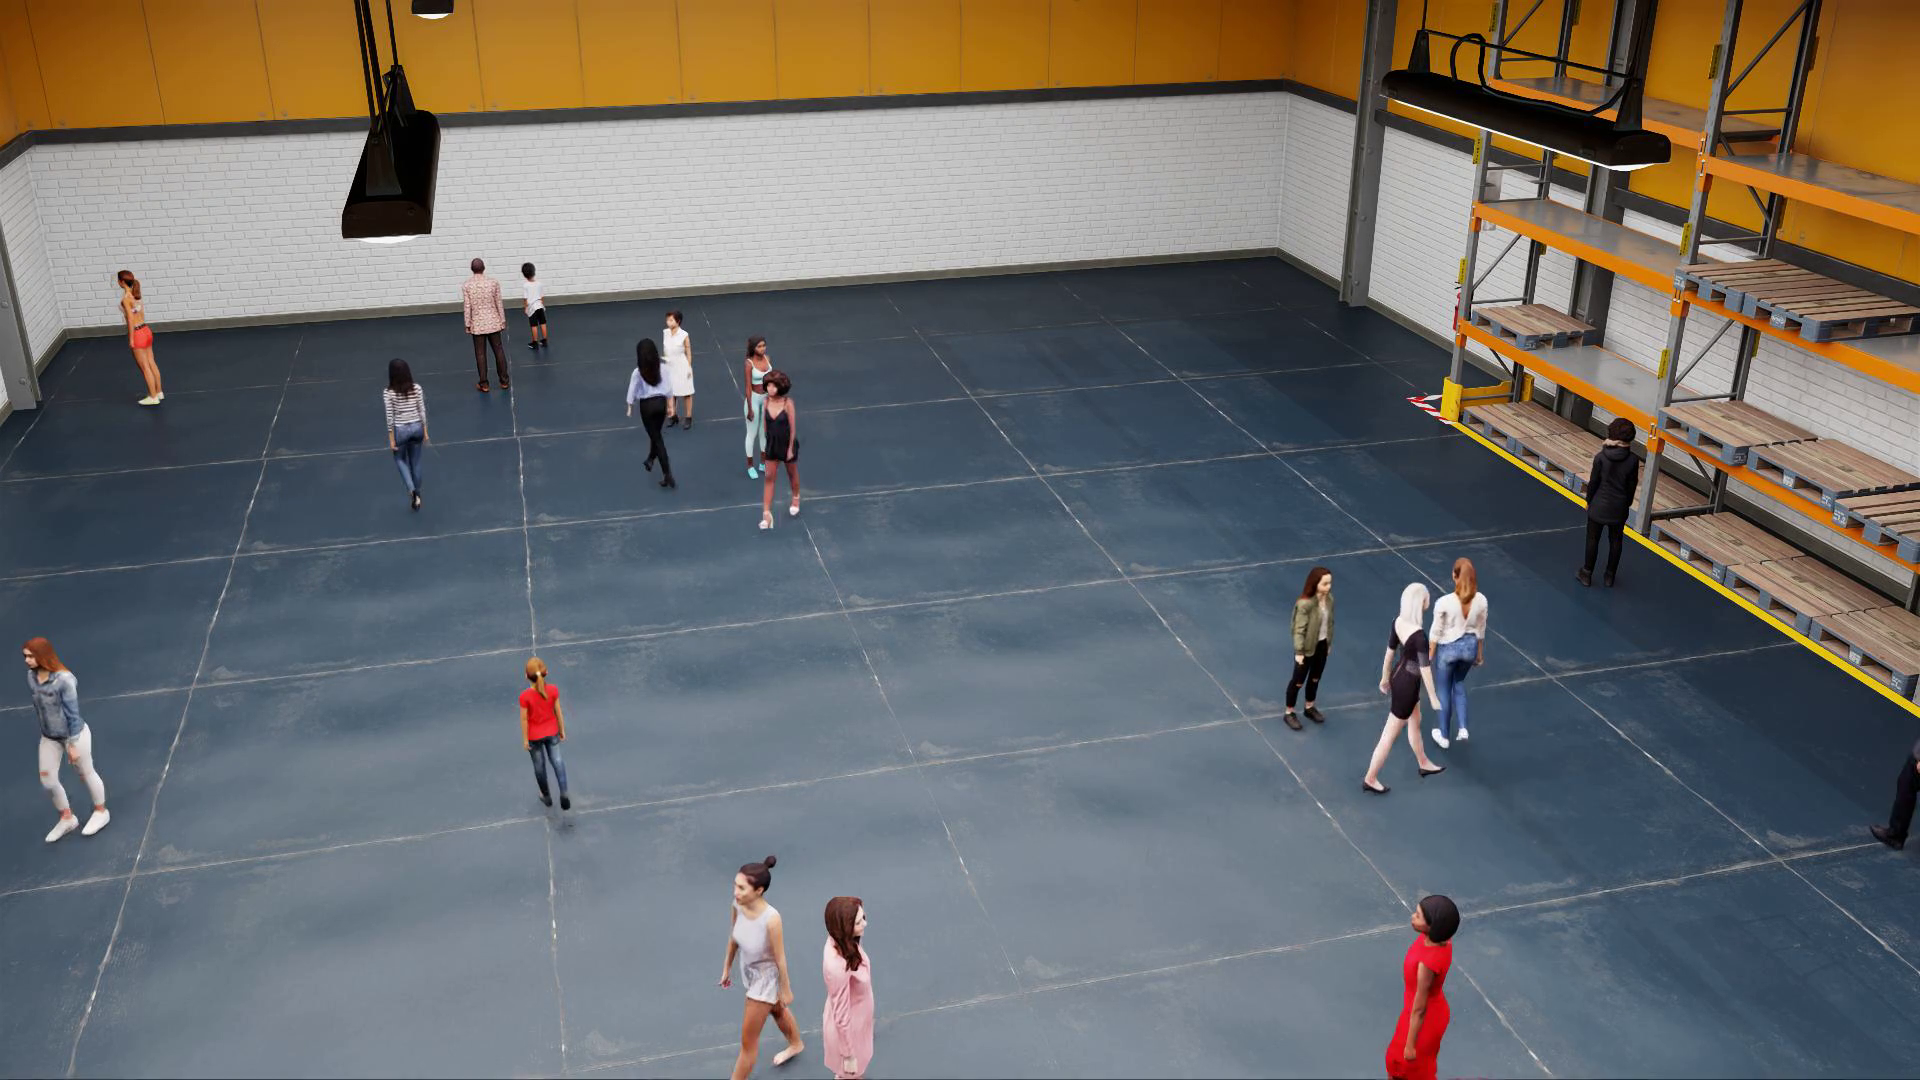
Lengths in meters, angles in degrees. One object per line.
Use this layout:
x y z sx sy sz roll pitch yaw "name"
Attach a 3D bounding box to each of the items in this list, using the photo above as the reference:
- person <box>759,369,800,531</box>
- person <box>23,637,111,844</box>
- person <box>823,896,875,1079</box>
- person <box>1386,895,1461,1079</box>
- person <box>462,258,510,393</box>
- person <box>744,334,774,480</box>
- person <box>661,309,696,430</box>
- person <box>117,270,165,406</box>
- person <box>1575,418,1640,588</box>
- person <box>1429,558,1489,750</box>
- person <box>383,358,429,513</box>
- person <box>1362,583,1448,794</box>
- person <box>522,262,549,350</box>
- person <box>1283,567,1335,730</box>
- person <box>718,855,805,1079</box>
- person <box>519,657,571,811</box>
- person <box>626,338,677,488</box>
-1.910 -1.017 18.187 0.886 1.742 1.132 5 24 12 "person"
-6.706 1.455 12.603 0.761 1.685 0.816 5 24 12 "person"
-0.641 2.781 9.423 0.732 1.803 0.553 1 24 1 "person"
2.728 2.797 9.487 0.994 1.721 1.020 8 25 19 "person"
-6.407 -2.908 22.430 0.737 1.807 0.652 -11 26 -24 "person"
-2.358 -1.588 19.515 0.669 1.724 0.647 22 32 40 "person"
-3.574 -2.175 21.069 0.643 1.555 0.686 10 26 22 "person"
-10.810 -2.674 21.919 0.704 1.789 0.564 1 24 2 "person"
6.512 -0.372 16.664 0.717 1.780 0.727 3 24 7 "person"
4.113 0.978 13.659 0.656 1.713 0.708 -3 24 -6 "person"
-6.072 -1.115 18.363 0.693 1.780 0.793 -14 27 -28 "person"
3.389 1.204 13.030 0.693 1.802 0.944 -5 24 -10 "person"
-6.215 -3.429 24.309 0.562 1.257 0.596 -19 30 -36 "person"
2.975 0.902 14.132 0.624 1.474 0.584 -13 27 -28 "person"
-1.140 2.614 10.097 0.960 1.568 1.058 -20 31 -38 "person"
-3.217 1.538 12.894 0.584 1.299 0.764 -13 27 -28 "person"
-3.482 -1.423 19.168 0.948 1.700 1.181 -19 30 -37 "person"
